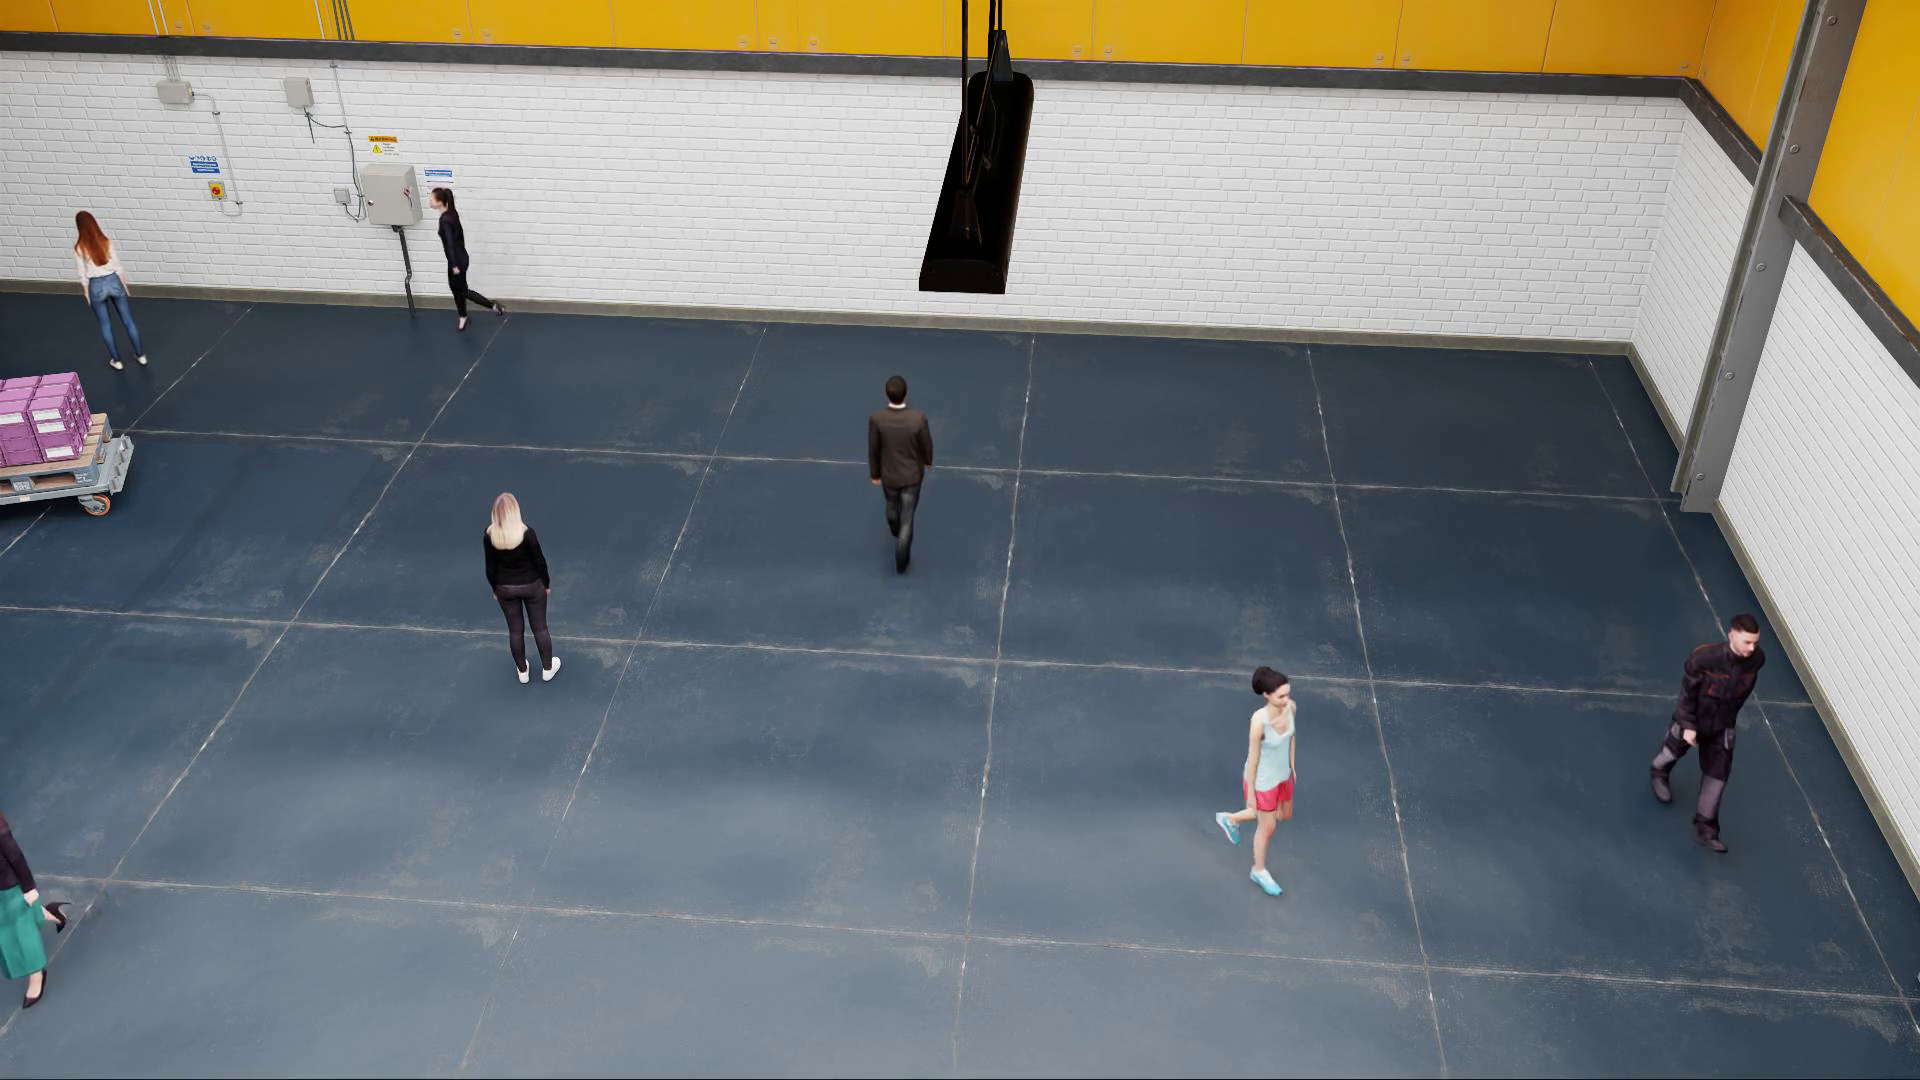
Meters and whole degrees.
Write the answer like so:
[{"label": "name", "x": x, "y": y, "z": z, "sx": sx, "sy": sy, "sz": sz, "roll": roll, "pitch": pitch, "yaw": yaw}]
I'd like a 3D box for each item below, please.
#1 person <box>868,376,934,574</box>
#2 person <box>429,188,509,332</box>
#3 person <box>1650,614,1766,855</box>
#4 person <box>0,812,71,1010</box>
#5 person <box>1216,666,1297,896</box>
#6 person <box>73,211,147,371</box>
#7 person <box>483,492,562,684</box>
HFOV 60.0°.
[{"label": "person", "x": -0.501, "y": -0.536, "z": 14.215, "sx": 0.702, "sy": 1.775, "sz": 1.024, "roll": 4, "pitch": 34, "yaw": 5}, {"label": "person", "x": -5.364, "y": -3.011, "z": 18.018, "sx": 0.807, "sy": 1.687, "sz": 0.874, "roll": -3, "pitch": 34, "yaw": -5}, {"label": "person", "x": 5.158, "y": 1.187, "z": 11.606, "sx": 0.768, "sy": 1.794, "sz": 1.209, "roll": 0, "pitch": 34, "yaw": 1}, {"label": "person", "x": -5.888, "y": 2.100, "z": 10.296, "sx": 0.701, "sy": 1.723, "sz": 0.912, "roll": 9, "pitch": 35, "yaw": 13}, {"label": "person", "x": 1.996, "y": 1.557, "z": 11.087, "sx": 0.918, "sy": 1.752, "sz": 0.961, "roll": -28, "pitch": 42, "yaw": -35}, {"label": "person", "x": -8.918, "y": -2.613, "z": 17.383, "sx": 0.644, "sy": 1.728, "sz": 0.690, "roll": -22, "pitch": 39, "yaw": -29}, {"label": "person", "x": -3.422, "y": 0.379, "z": 12.919, "sx": 0.645, "sy": 1.685, "sz": 0.577, "roll": -2, "pitch": 34, "yaw": -3}]
